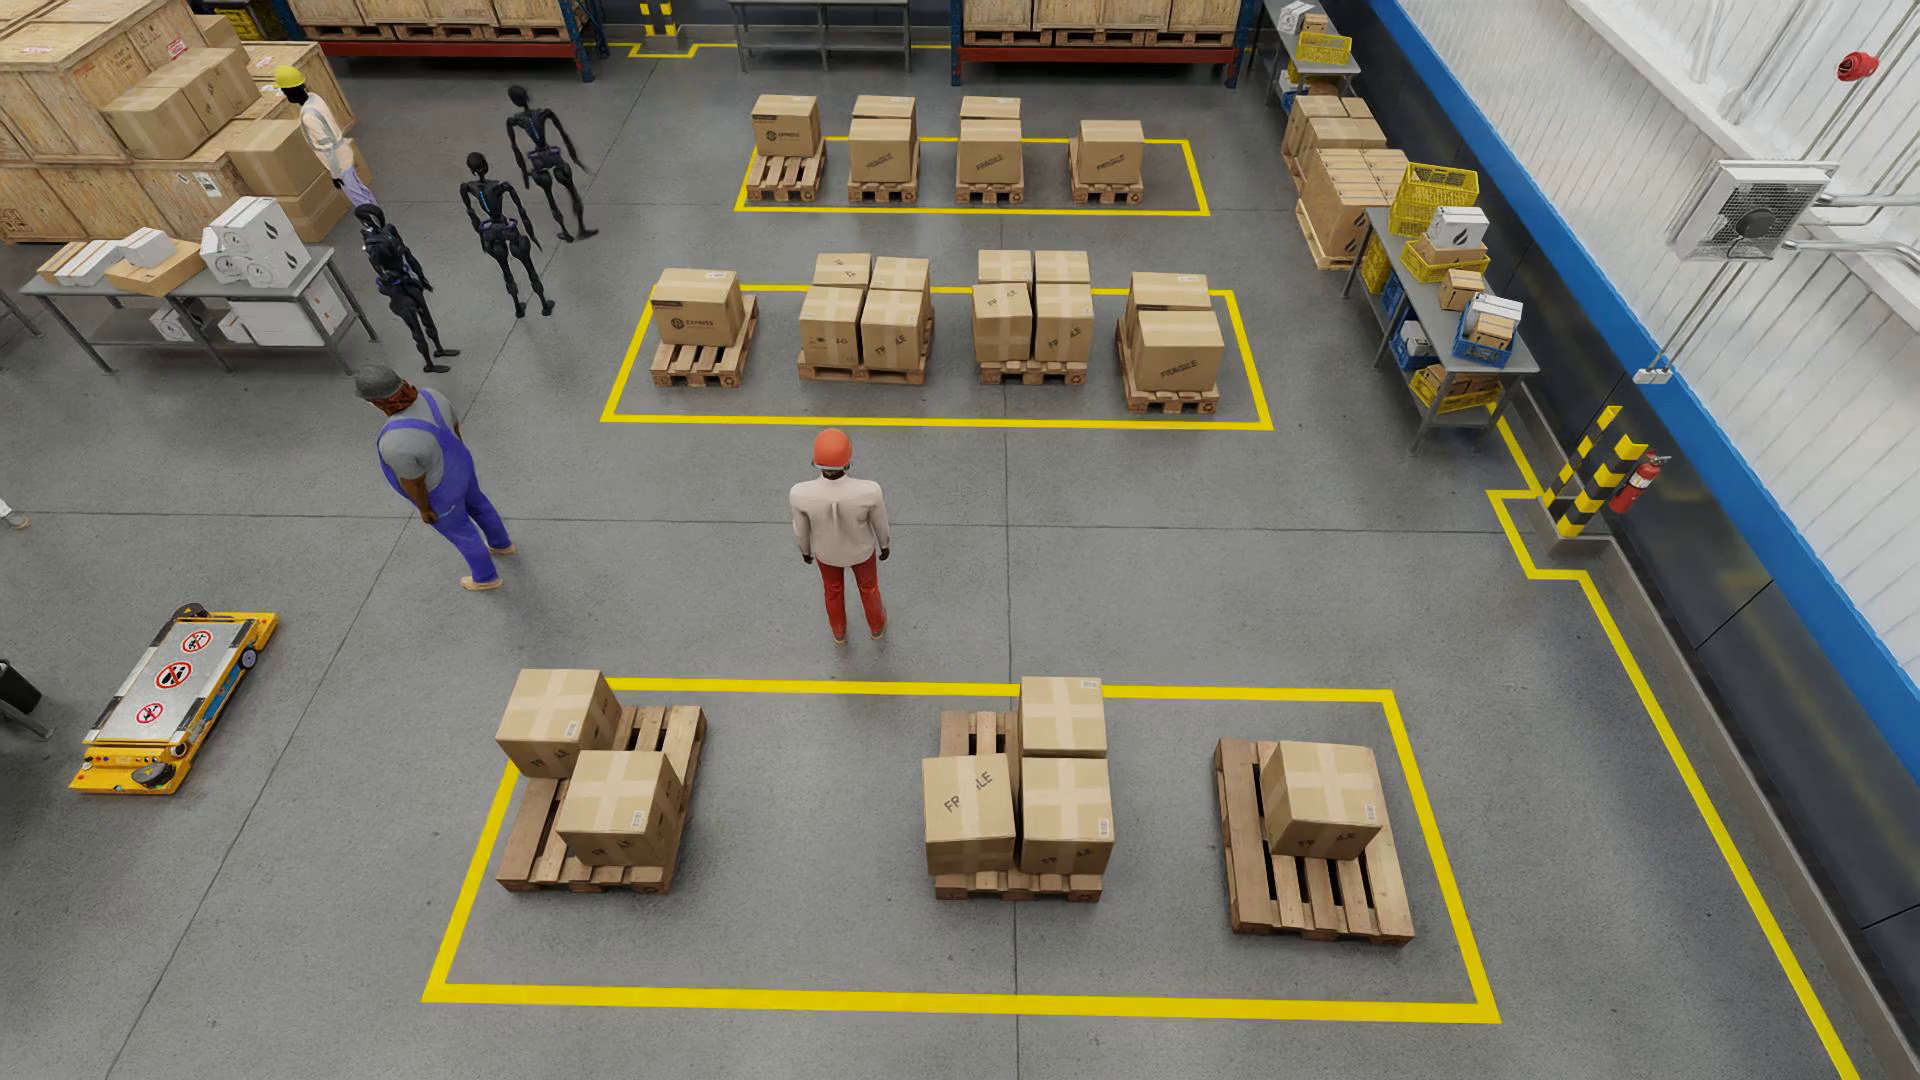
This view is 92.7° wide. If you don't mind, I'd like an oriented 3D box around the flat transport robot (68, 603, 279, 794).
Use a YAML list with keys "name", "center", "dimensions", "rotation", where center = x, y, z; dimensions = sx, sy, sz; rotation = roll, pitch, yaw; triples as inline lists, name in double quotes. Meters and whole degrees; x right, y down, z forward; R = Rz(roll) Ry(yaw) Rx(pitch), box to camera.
- name: "flat transport robot"
  center: [-5.504, 1.072, 6.442]
  dimensions: [0.652, 0.197, 1.431]
  rotation: [1, 50, 1]

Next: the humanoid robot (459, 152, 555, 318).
- name: "humanoid robot"
  center: [-4.441, -2.962, 8.950]
  dimensions: [0.568, 1.650, 0.339]
  rotation: [-4, 50, -4]

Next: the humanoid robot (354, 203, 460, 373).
- name: "humanoid robot"
  center: [-5.061, -2.286, 8.379]
  dimensions: [0.327, 1.658, 0.578]
  rotation: [0, 50, 0]

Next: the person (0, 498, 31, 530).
- name: "person"
  center: [-7.938, -0.682, 6.887]
  dimensions: [0.361, 1.882, 0.574]
  rotation: [28, 55, 22]

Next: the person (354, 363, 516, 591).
- name: "person"
  center: [-3.779, -0.445, 6.584]
  dimensions: [0.536, 2.000, 0.678]
  rotation: [1, 50, 1]

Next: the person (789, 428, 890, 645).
- name: "person"
  center: [-0.780, 0.027, 6.214]
  dimensions: [0.622, 1.992, 0.388]
  rotation: [-3, 50, -3]

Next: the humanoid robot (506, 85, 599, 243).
- name: "humanoid robot"
  center: [-4.401, -4.031, 9.857]
  dimensions: [0.644, 1.643, 0.370]
  rotation: [-20, 53, -16]

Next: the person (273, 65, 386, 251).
- name: "person"
  center: [-6.589, -4.002, 9.667]
  dimensions: [0.366, 1.928, 0.585]
  rotation: [-16, 52, -13]

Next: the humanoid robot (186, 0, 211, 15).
- name: "humanoid robot"
  center: [-9.811, -6.452, 11.903]
  dimensions: [0.569, 1.651, 0.337]
  rotation: [-26, 54, -20]
